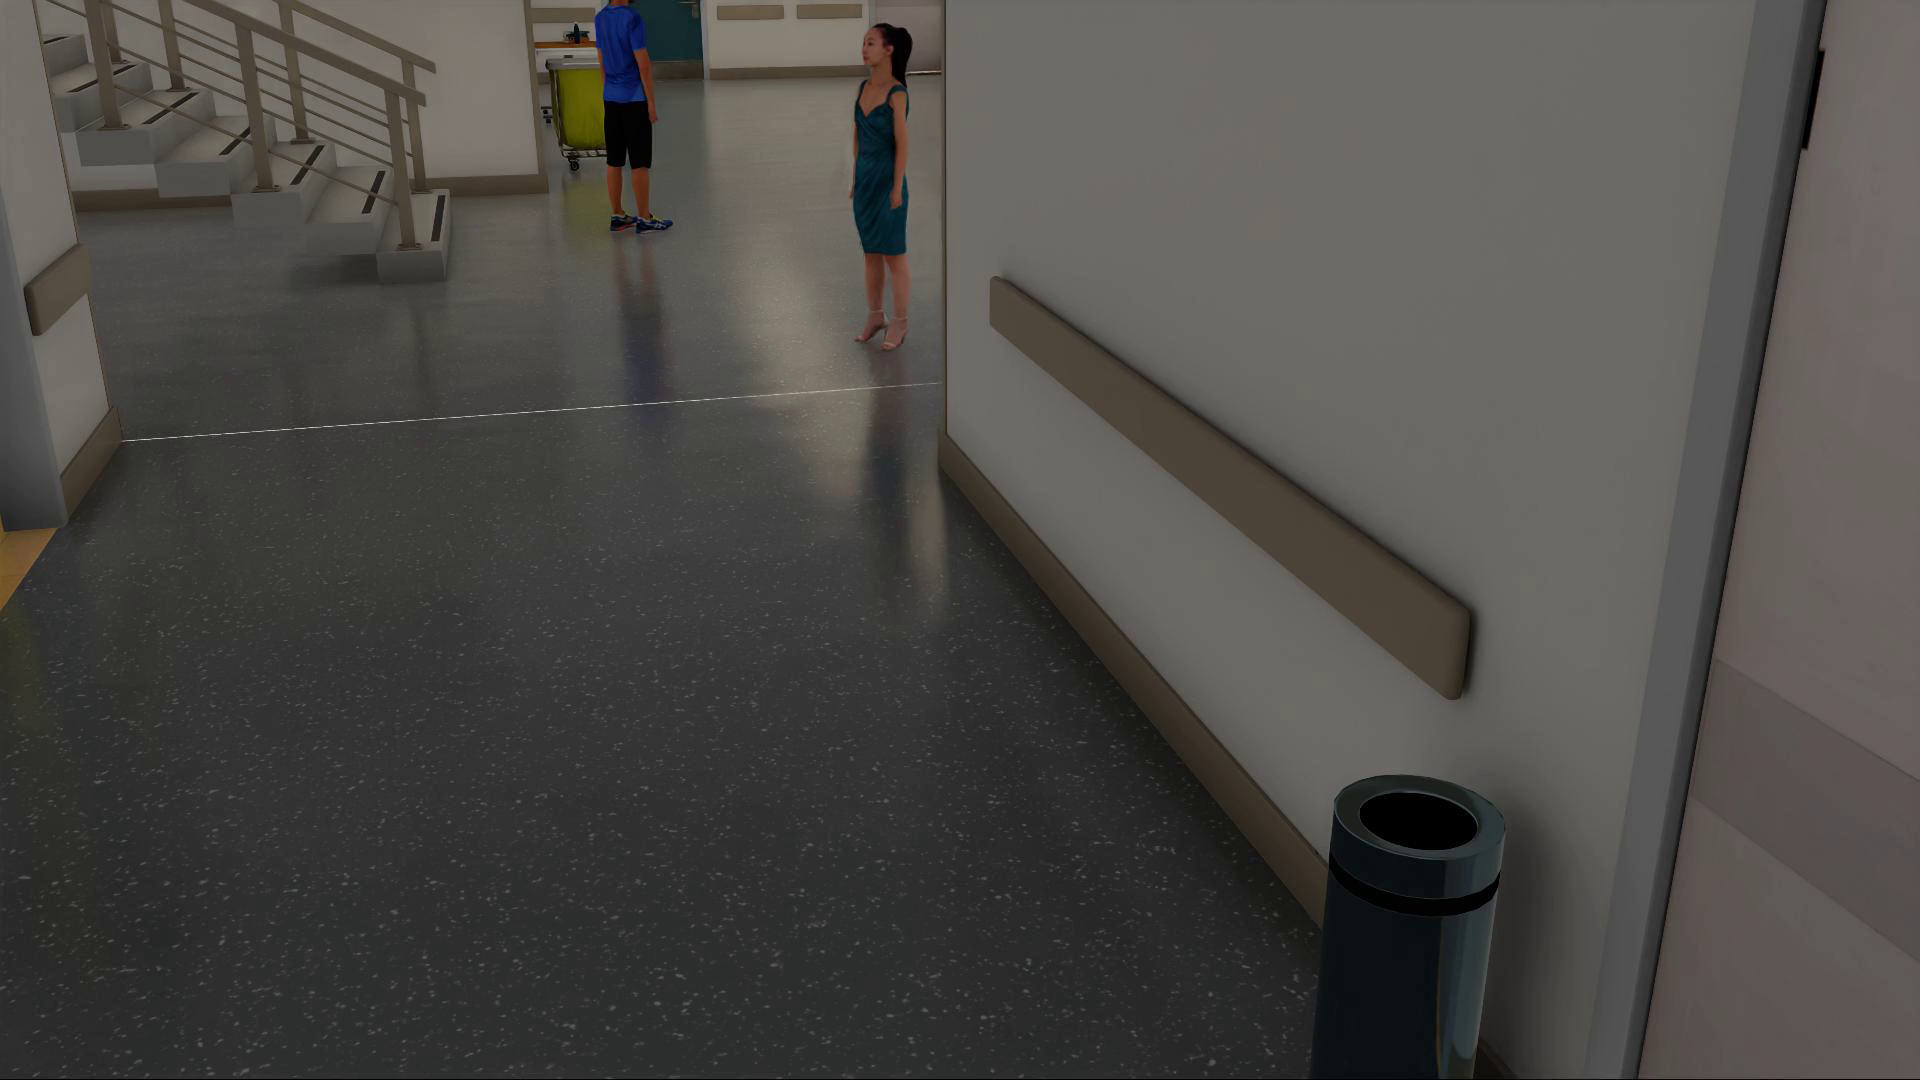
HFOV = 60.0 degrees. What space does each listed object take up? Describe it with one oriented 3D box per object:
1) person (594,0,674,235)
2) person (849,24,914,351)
[{"bbox_3d":[-2.424,-3.182,12.052,0.705,1.868,0.755,13,24,31],"label":"person"},{"bbox_3d":[-0.414,-1.857,8.811,0.619,1.686,0.621,-17,26,-37],"label":"person"}]
